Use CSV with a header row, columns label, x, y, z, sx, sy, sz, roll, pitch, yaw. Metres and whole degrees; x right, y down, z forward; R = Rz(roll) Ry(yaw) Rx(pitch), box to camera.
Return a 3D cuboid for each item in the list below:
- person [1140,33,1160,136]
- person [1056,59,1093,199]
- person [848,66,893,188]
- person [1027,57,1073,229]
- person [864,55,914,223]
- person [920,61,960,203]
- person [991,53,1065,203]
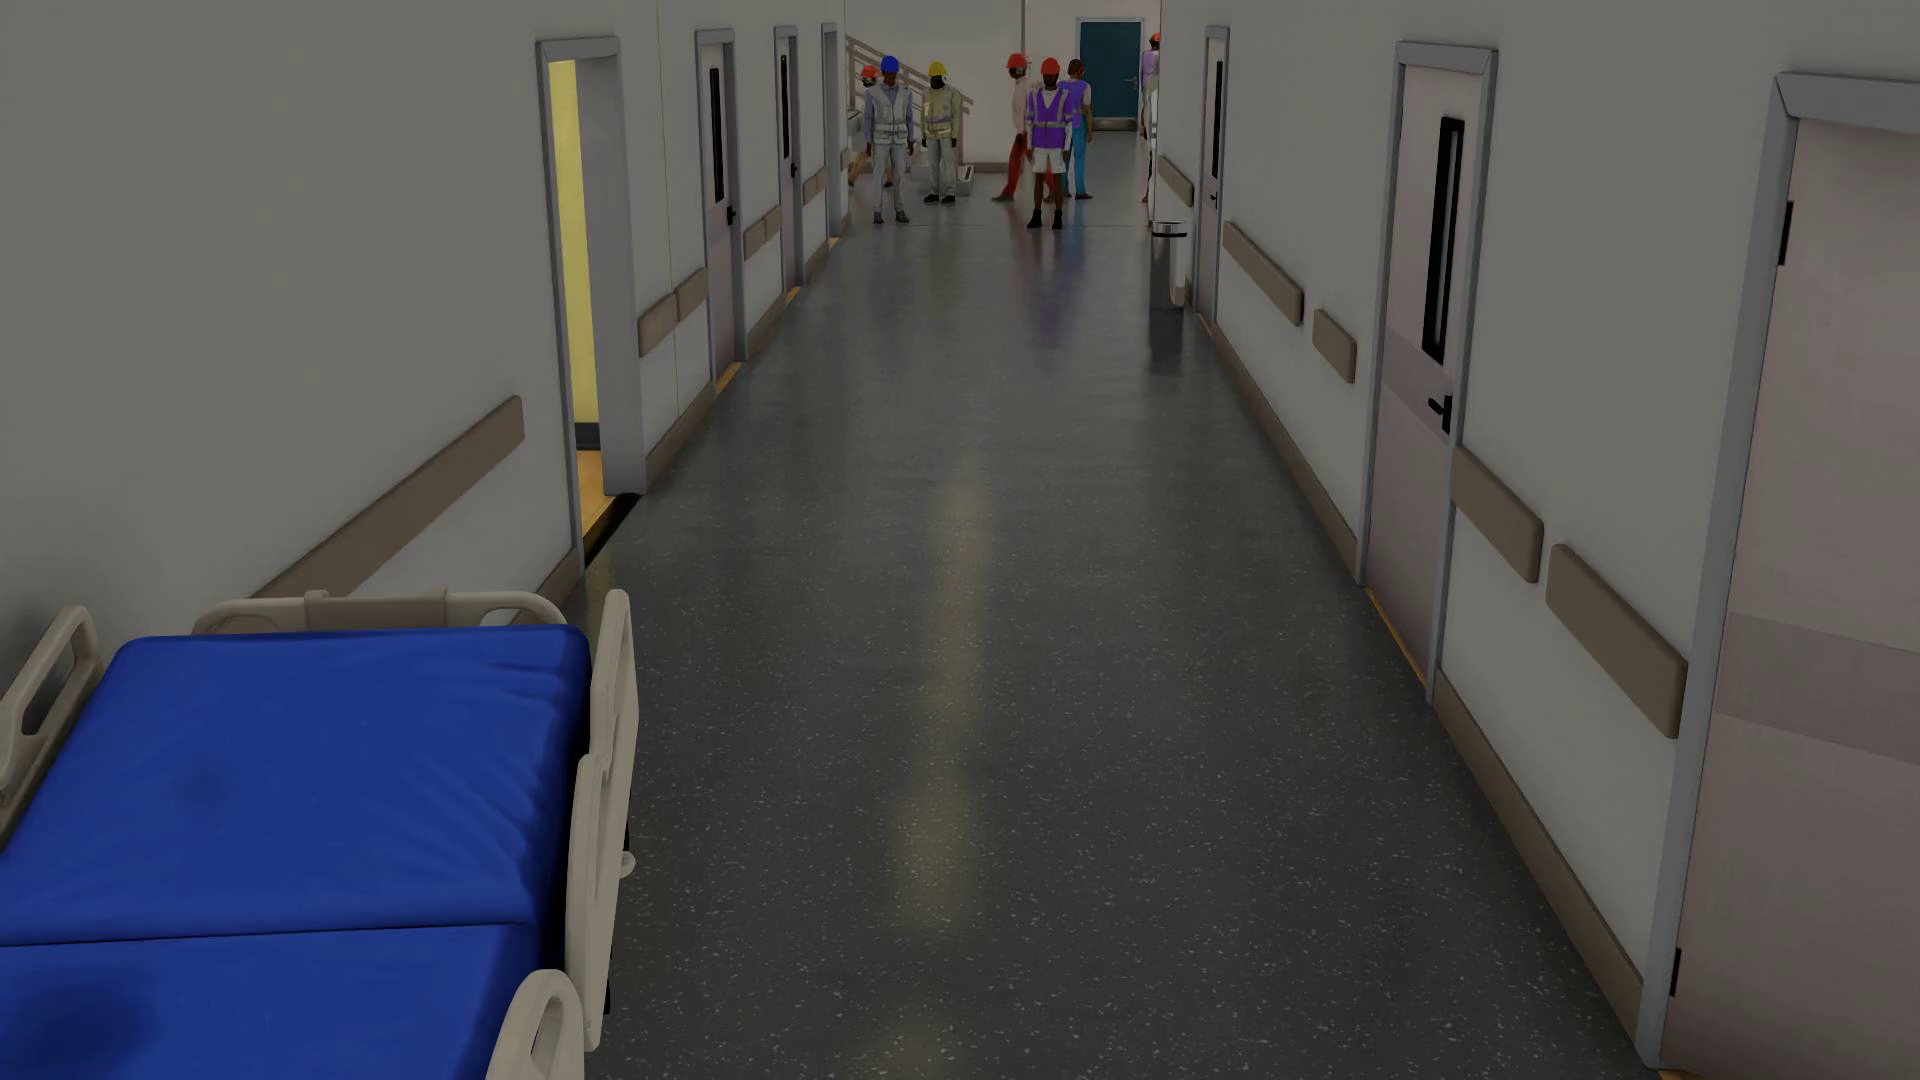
label,x,y,z,sx,sy,sz,roll,pitch,yaw
person,3.913,-9.194,33.612,0.409,2.030,0.612,-16,24,-42
person,1.518,-5.502,22.318,0.563,1.838,0.390,13,22,35
person,-1.299,-5.880,23.717,0.910,1.697,0.582,6,19,19
person,1.030,-4.586,19.272,0.545,1.940,0.352,5,18,16
person,-0.838,-4.755,19.790,0.614,1.944,0.395,-6,19,-18
person,-0.276,-5.349,21.870,0.585,1.824,0.405,10,20,29
person,0.933,-5.390,21.837,1.001,1.947,0.632,3,18,11
